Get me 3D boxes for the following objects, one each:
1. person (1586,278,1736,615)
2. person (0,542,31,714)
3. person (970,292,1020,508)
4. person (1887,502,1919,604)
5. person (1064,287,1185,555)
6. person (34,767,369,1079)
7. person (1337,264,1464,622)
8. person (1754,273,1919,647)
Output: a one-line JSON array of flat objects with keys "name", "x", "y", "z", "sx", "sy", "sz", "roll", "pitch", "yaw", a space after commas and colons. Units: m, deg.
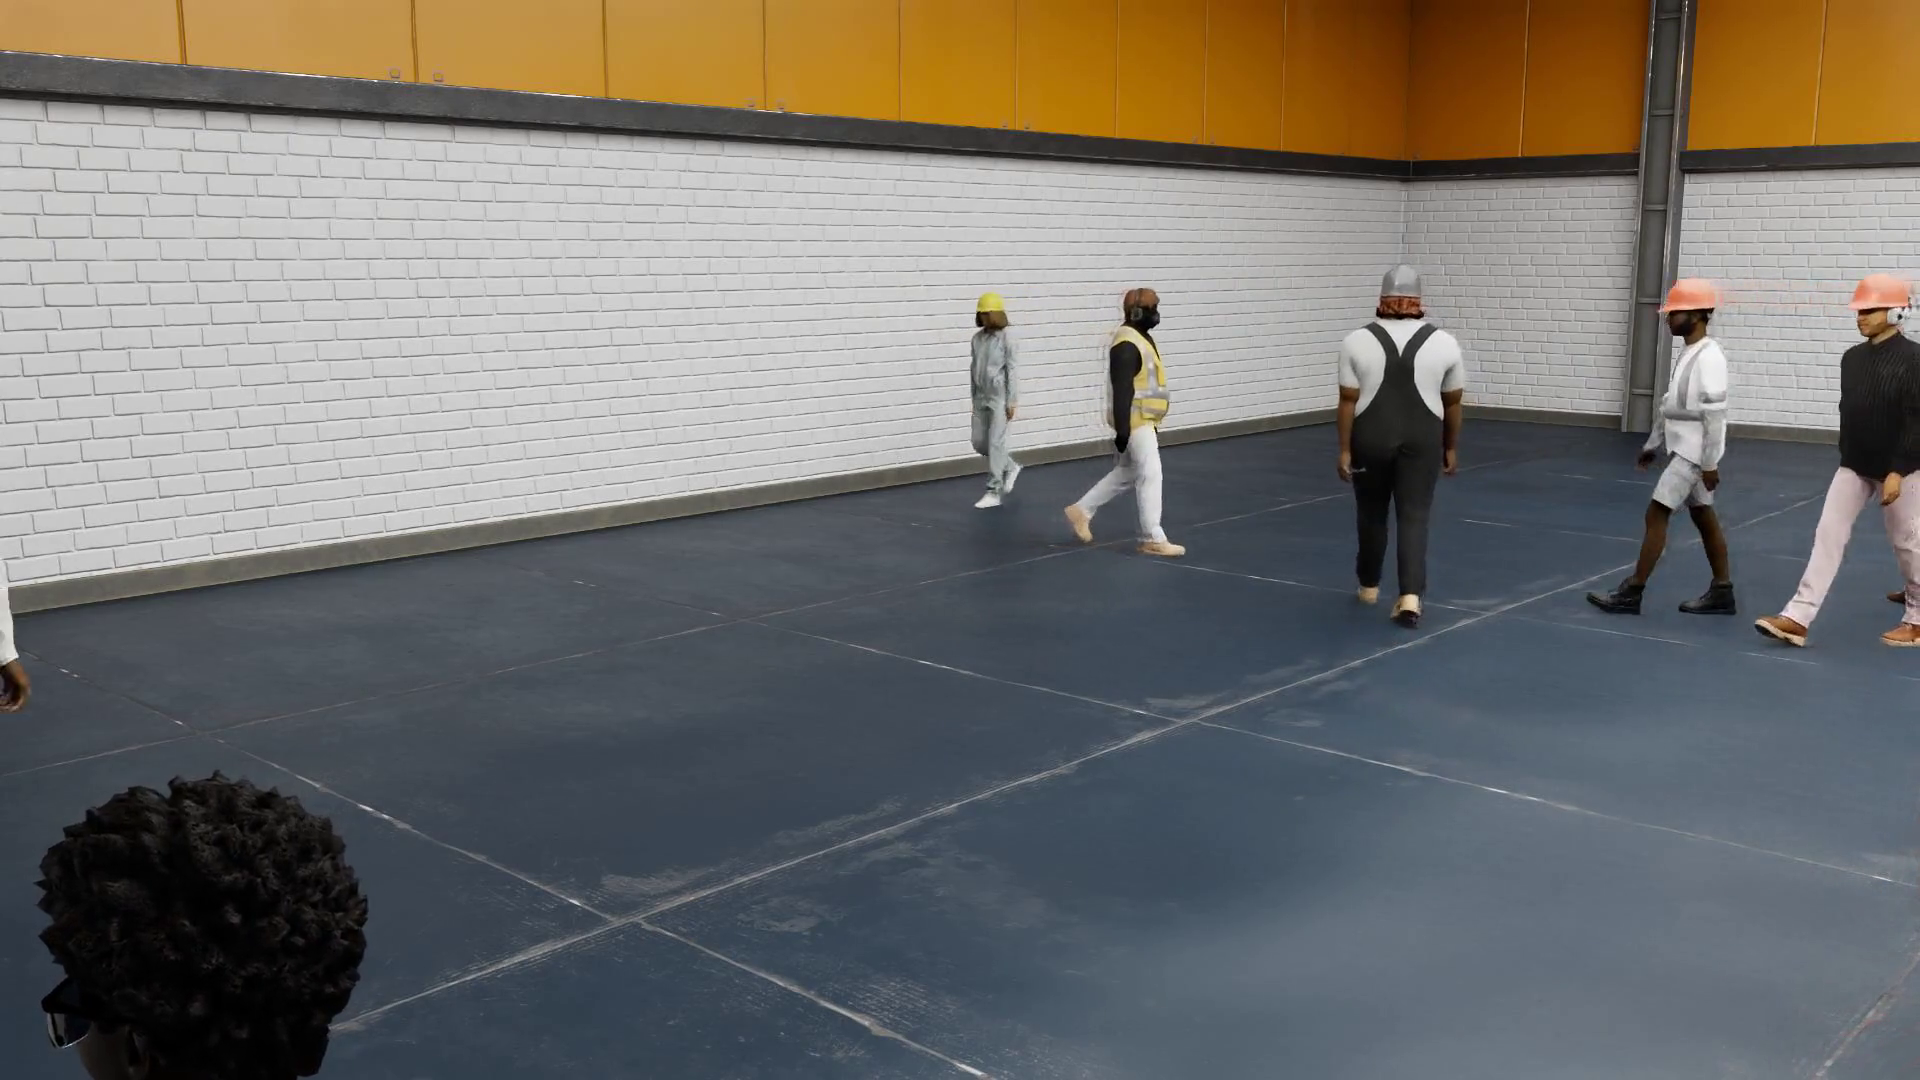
[{"name": "person", "x": 4.000, "y": -0.506, "z": 9.368, "sx": 0.922, "sy": 1.899, "sz": 0.567, "roll": 3, "pitch": 10, "yaw": 16}, {"name": "person", "x": -2.821, "y": 0.302, "z": 4.375, "sx": 0.518, "sy": 2.028, "sz": 0.602, "roll": 6, "pitch": 12, "yaw": 31}, {"name": "person", "x": 0.314, "y": -1.138, "z": 13.441, "sx": 0.490, "sy": 1.730, "sz": 0.557, "roll": 9, "pitch": 14, "yaw": 43}, {"name": "person", "x": 5.551, "y": -0.475, "z": 9.338, "sx": 0.546, "sy": 1.850, "sz": 0.764, "roll": -2, "pitch": 10, "yaw": -12}, {"name": "person", "x": 1.124, "y": -0.808, "z": 11.340, "sx": 0.806, "sy": 1.822, "sz": 0.626, "roll": 2, "pitch": 10, "yaw": 14}, {"name": "person", "x": -0.528, "y": 1.011, "z": 1.330, "sx": 0.322, "sy": 1.689, "sz": 0.530, "roll": 3, "pitch": 10, "yaw": 18}, {"name": "person", "x": 2.472, "y": -0.582, "z": 9.393, "sx": 0.691, "sy": 2.000, "sz": 0.988, "roll": 2, "pitch": 10, "yaw": 11}, {"name": "person", "x": 4.679, "y": -0.387, "z": 8.557, "sx": 1.022, "sy": 1.938, "sz": 0.627, "roll": -3, "pitch": 10, "yaw": -16}]
